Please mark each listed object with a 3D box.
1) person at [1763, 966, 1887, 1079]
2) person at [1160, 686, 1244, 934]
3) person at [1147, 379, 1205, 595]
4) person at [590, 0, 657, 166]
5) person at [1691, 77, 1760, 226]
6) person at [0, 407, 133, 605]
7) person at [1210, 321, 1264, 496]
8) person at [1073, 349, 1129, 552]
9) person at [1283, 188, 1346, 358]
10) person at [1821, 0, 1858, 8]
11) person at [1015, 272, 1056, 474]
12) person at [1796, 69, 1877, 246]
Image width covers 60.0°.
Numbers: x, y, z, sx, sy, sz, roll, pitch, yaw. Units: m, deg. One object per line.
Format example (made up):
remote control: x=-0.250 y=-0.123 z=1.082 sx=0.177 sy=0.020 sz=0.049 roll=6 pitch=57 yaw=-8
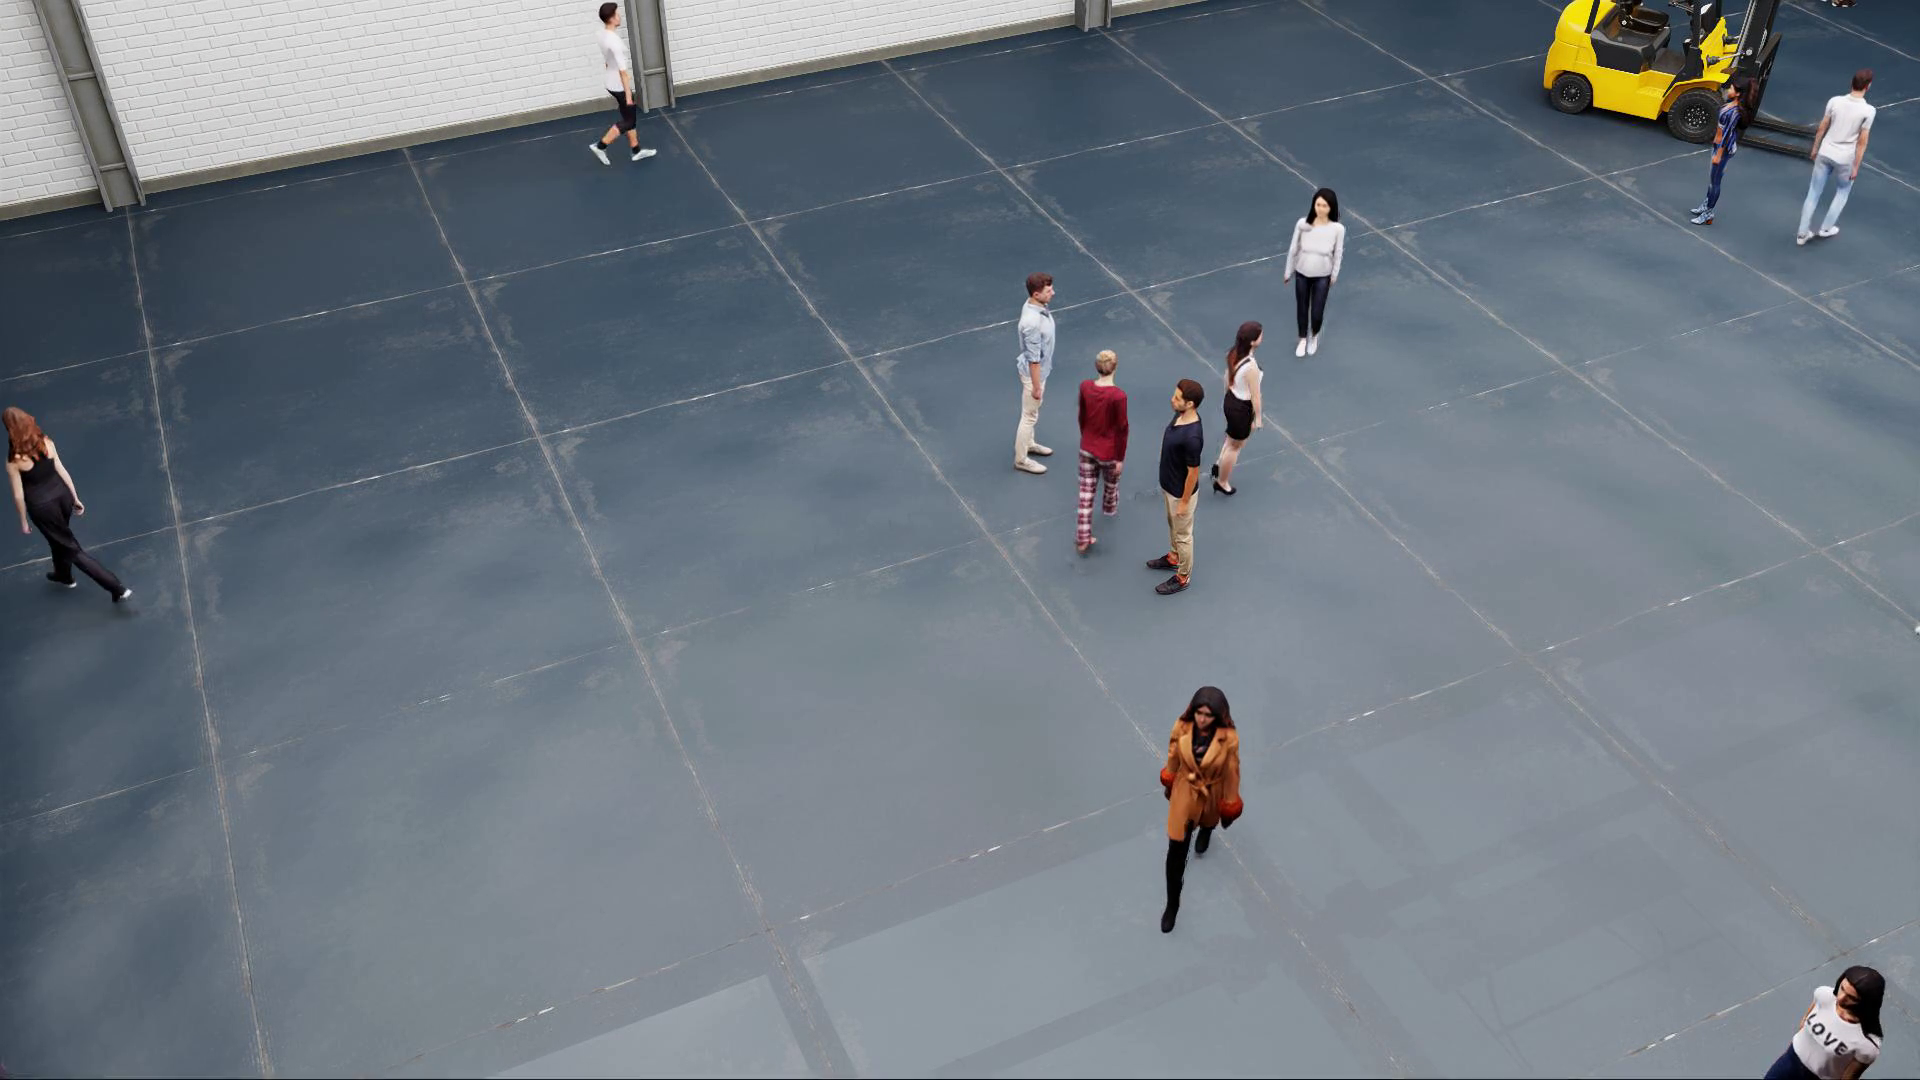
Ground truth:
person: x=4.515 y=2.781 z=8.655 sx=0.748 sy=1.758 sz=0.592 roll=-16 pitch=41 yaw=-19
person: x=1.502 y=1.536 z=10.280 sx=1.177 sy=1.676 sz=1.243 roll=13 pitch=41 yaw=16
person: x=1.671 y=-0.415 z=12.578 sx=0.639 sy=1.857 sz=0.712 roll=-4 pitch=39 yaw=-5
person: x=-3.830 y=-4.991 z=18.328 sx=1.020 sy=1.833 sz=0.714 roll=-20 pitch=43 yaw=-23
person: x=7.961 y=-4.072 z=17.350 sx=0.750 sy=1.616 sz=0.684 roll=14 pitch=41 yaw=17
person: x=-6.721 y=-0.203 z=12.430 sx=1.138 sy=1.711 sz=1.119 roll=15 pitch=41 yaw=18
person: x=2.190 y=-1.034 z=13.529 sx=0.622 sy=1.637 sz=0.603 roll=-10 pitch=40 yaw=-12
person: x=1.074 y=-0.664 z=13.052 sx=0.992 sy=1.654 sz=1.107 roll=22 pitch=43 yaw=25
person: x=3.267 y=-2.479 z=15.298 sx=0.734 sy=1.688 sz=0.787 roll=14 pitch=41 yaw=17
person: x=11.954 y=-8.092 z=22.190 sx=0.629 sy=1.858 sz=0.714 roll=-10 pitch=40 yaw=-13
person: x=0.614 y=-1.418 z=13.842 sx=0.734 sy=1.847 sz=0.720 roll=5 pitch=39 yaw=6
person: x=8.861 y=-3.843 z=16.889 sx=0.899 sy=1.834 sz=0.832 roll=-32 pitch=48 yaw=-33
